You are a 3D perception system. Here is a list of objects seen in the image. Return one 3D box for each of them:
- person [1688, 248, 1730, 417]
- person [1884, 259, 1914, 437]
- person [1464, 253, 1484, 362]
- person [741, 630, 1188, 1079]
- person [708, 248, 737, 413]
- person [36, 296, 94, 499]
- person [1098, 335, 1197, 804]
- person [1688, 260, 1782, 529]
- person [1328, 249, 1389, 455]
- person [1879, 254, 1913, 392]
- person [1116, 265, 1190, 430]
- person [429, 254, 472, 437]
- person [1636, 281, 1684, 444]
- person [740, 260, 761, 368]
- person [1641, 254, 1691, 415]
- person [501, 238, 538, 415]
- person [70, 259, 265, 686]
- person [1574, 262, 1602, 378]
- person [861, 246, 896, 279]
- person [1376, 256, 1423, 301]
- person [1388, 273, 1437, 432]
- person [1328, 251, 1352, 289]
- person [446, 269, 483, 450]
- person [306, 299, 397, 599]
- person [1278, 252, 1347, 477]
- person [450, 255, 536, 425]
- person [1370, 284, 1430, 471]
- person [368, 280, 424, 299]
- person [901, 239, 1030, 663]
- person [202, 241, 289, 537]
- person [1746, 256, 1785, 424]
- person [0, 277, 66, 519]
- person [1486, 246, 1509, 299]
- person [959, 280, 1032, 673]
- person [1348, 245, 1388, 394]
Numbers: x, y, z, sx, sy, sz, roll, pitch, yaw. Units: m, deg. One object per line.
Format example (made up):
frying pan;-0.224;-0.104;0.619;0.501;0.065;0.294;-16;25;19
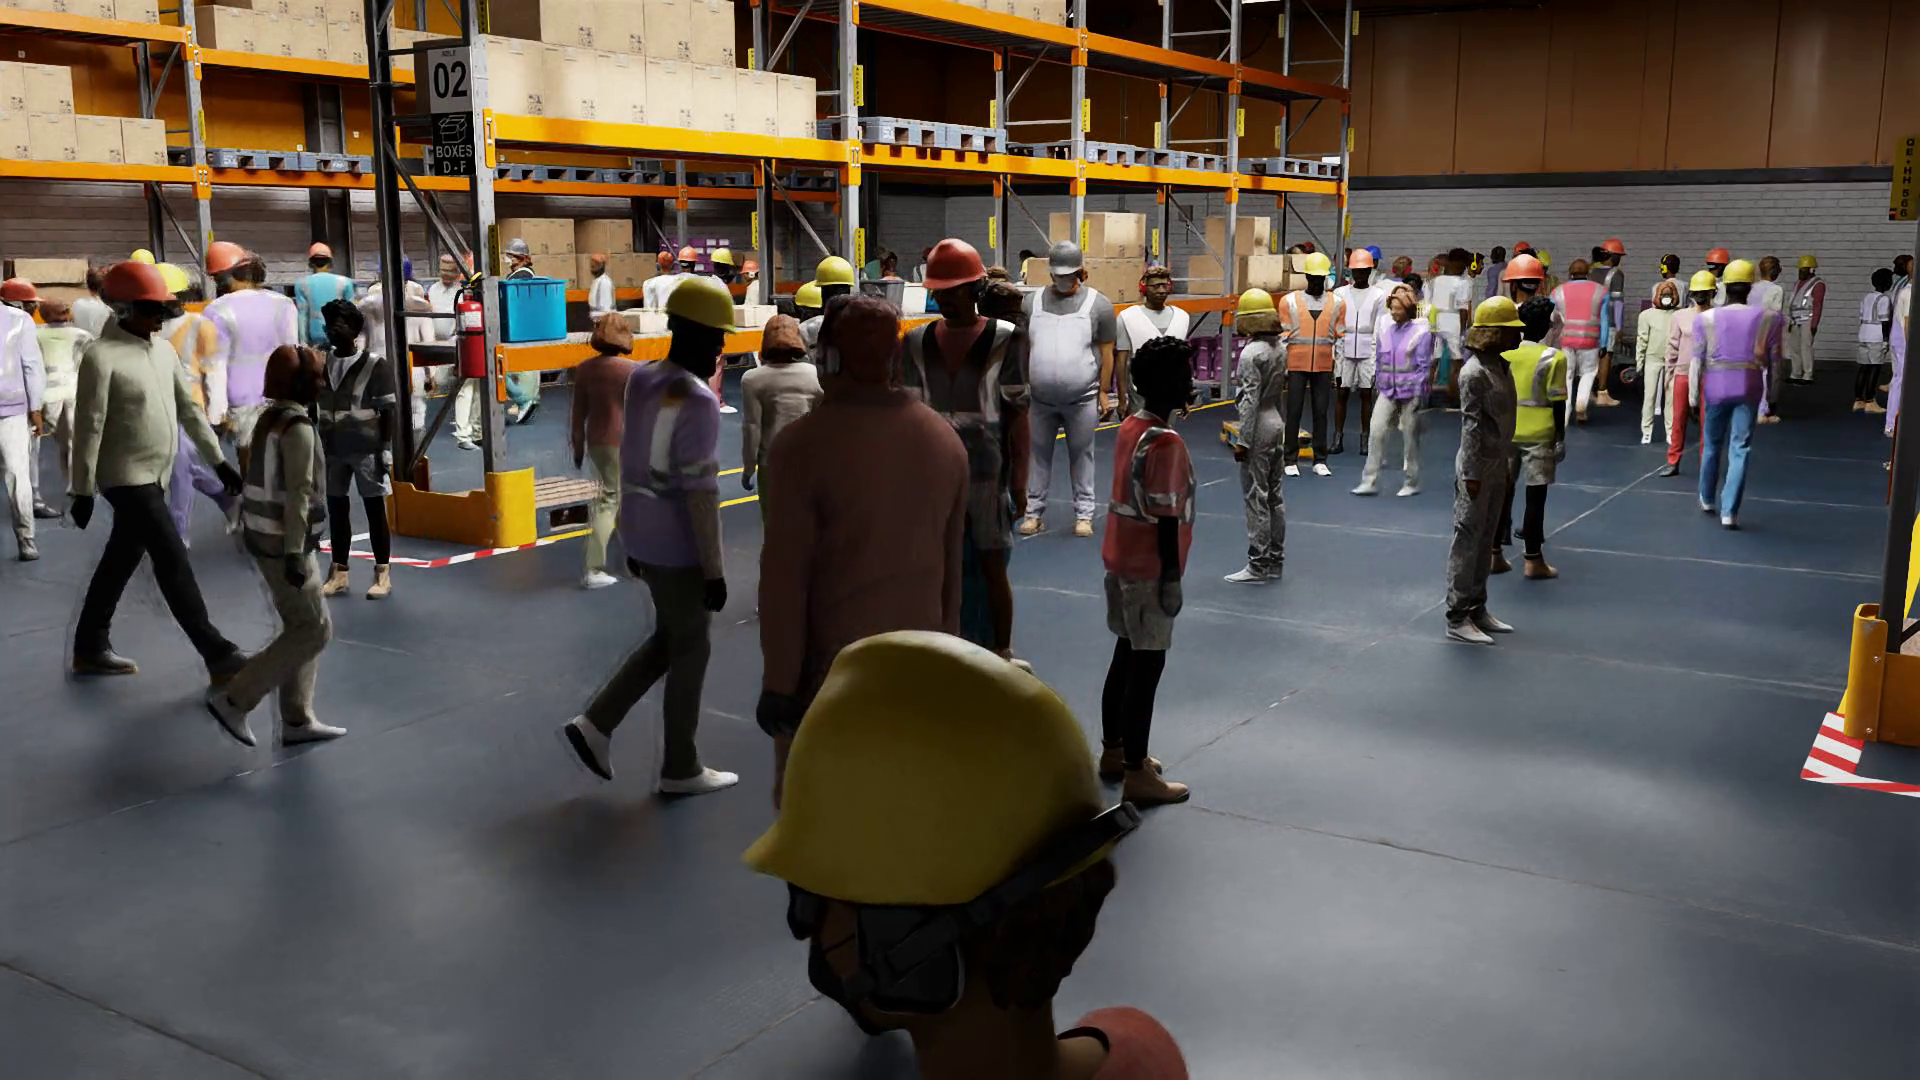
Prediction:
person;8.568;-2.354;18.991;0.388;1.929;0.544;-2;10;-13
person;9.757;-1.973;17.106;0.331;1.843;0.520;5;11;25
person;6.514;-2.737;21.309;0.328;1.860;0.513;2;10;12
person;0.004;0.933;1.249;0.340;1.760;0.526;6;12;30
person;-2.812;-2.450;19.524;0.376;1.926;0.585;-2;10;-10
person;-7.027;-1.107;13.036;0.531;1.589;0.868;-5;11;-25
person;0.688;0.103;6.045;0.321;1.689;0.532;-2;10;-10
person;5.537;-1.051;11.924;0.597;1.873;1.003;5;11;26
person;3.745;-1.760;15.666;0.542;1.939;0.369;4;11;19
person;12.617;-2.901;22.305;0.429;1.831;0.635;3;11;16
person;1.359;-1.016;11.800;0.571;1.844;0.376;-4;11;-23
person;-5.215;-2.011;17.221;0.681;1.880;0.475;4;11;21
person;6.965;-1.751;16.492;0.505;1.622;0.296;2;10;12
person;-2.871;-3.007;23.128;0.360;1.741;0.558;-1;10;-5
person;8.211;-2.375;19.302;0.510;1.860;0.334;-2;10;-9
person;-5.167;-2.486;19.404;0.539;2.000;0.688;-1;10;-7
person;-3.698;-0.297;7.577;1.058;1.933;0.613;0;10;1
person;9.229;-3.204;24.314;0.663;1.691;0.550;-7;12;-32
person;-1.469;-4.240;29.472;0.730;1.911;0.477;-3;11;-15
person;5.264;-2.493;20.024;0.592;1.829;0.468;6;12;28
person;4.675;-1.934;17.350;0.540;1.671;0.727;4;11;23
person;6.071;-3.719;26.765;0.566;1.849;0.387;-6;12;-30
person;-4.710;-1.743;16.123;0.356;1.743;0.576;4;11;19
person;-3.439;-0.508;9.393;0.531;1.697;0.322;2;10;10
person;3.009;-1.490;14.242;0.582;1.919;0.395;0;10;2
person;-5.124;-2.164;18.117;0.884;1.873;0.638;1;10;6
person;3.869;-1.431;14.660;0.514;1.645;0.309;6;12;28
person;-5.903;-2.081;17.473;0.586;1.928;0.364;-8;13;-37
person;0.005;-0.295;7.318;0.613;2.028;0.409;4;11;22
person;-4.663;-0.969;11.071;0.703;2.018;0.645;7;13;36
person;8.898;-2.212;18.427;0.345;1.846;0.506;-5;11;-25
person;-6.807;-1.029;12.129;0.342;1.751;0.564;-9;14;-41
person;8.579;-3.710;26.500;0.629;1.933;0.364;-8;13;-37
person;0.140;-0.254;7.584;0.324;1.842;0.514;6;12;30
person;5.398;-2.904;21.978;0.605;1.948;0.391;10;14;43
